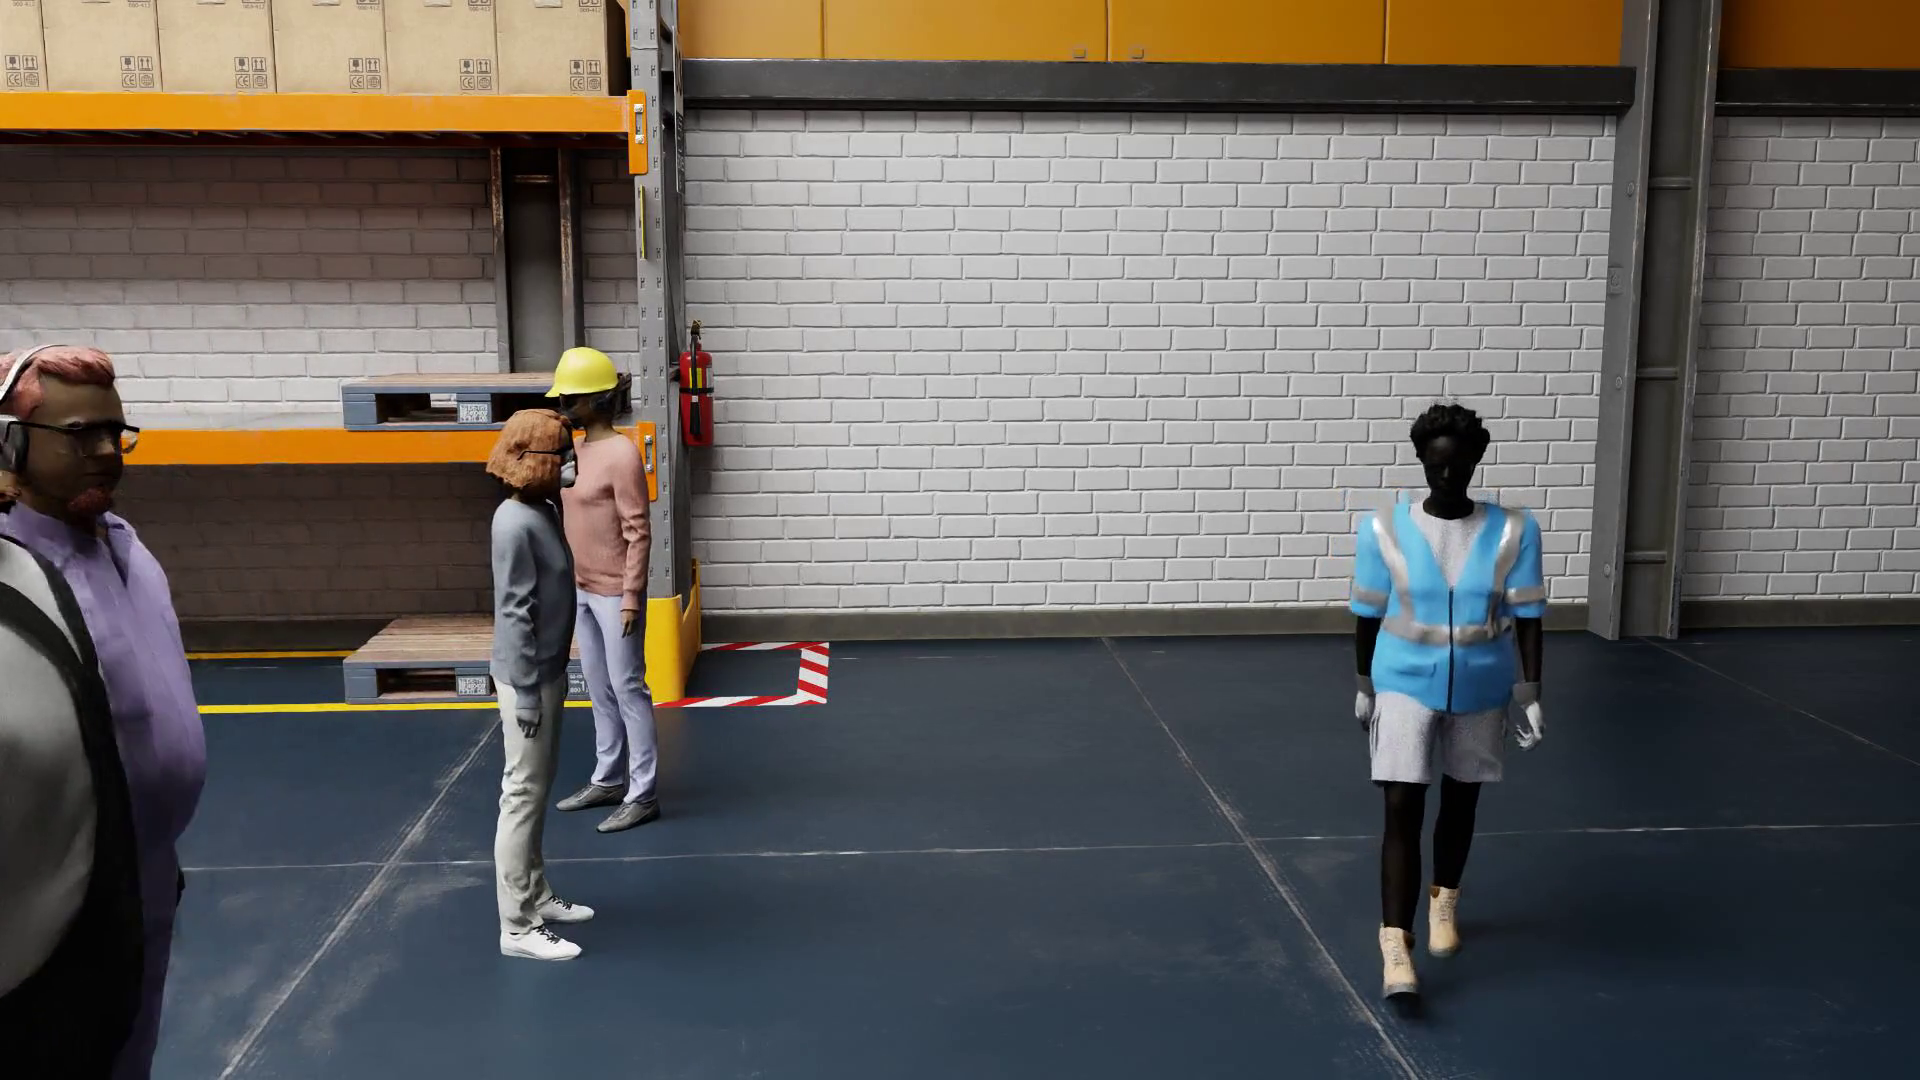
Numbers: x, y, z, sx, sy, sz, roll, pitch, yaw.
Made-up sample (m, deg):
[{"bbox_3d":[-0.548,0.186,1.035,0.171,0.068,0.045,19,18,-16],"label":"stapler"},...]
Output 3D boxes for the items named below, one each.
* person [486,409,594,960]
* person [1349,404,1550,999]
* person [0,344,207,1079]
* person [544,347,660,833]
[{"bbox_3d":[-1.263,0.421,4.988,0.267,1.632,0.507,-1,9,-4],"label":"person"},{"bbox_3d":[1.373,0.458,4.681,0.539,1.659,0.836,1,9,9],"label":"person"},{"bbox_3d":[-1.553,0.606,2.978,0.402,1.904,0.652,-1,9,-4],"label":"person"},{"bbox_3d":[-1.320,0.183,6.075,0.329,1.765,0.533,-7,11,-38],"label":"person"}]
